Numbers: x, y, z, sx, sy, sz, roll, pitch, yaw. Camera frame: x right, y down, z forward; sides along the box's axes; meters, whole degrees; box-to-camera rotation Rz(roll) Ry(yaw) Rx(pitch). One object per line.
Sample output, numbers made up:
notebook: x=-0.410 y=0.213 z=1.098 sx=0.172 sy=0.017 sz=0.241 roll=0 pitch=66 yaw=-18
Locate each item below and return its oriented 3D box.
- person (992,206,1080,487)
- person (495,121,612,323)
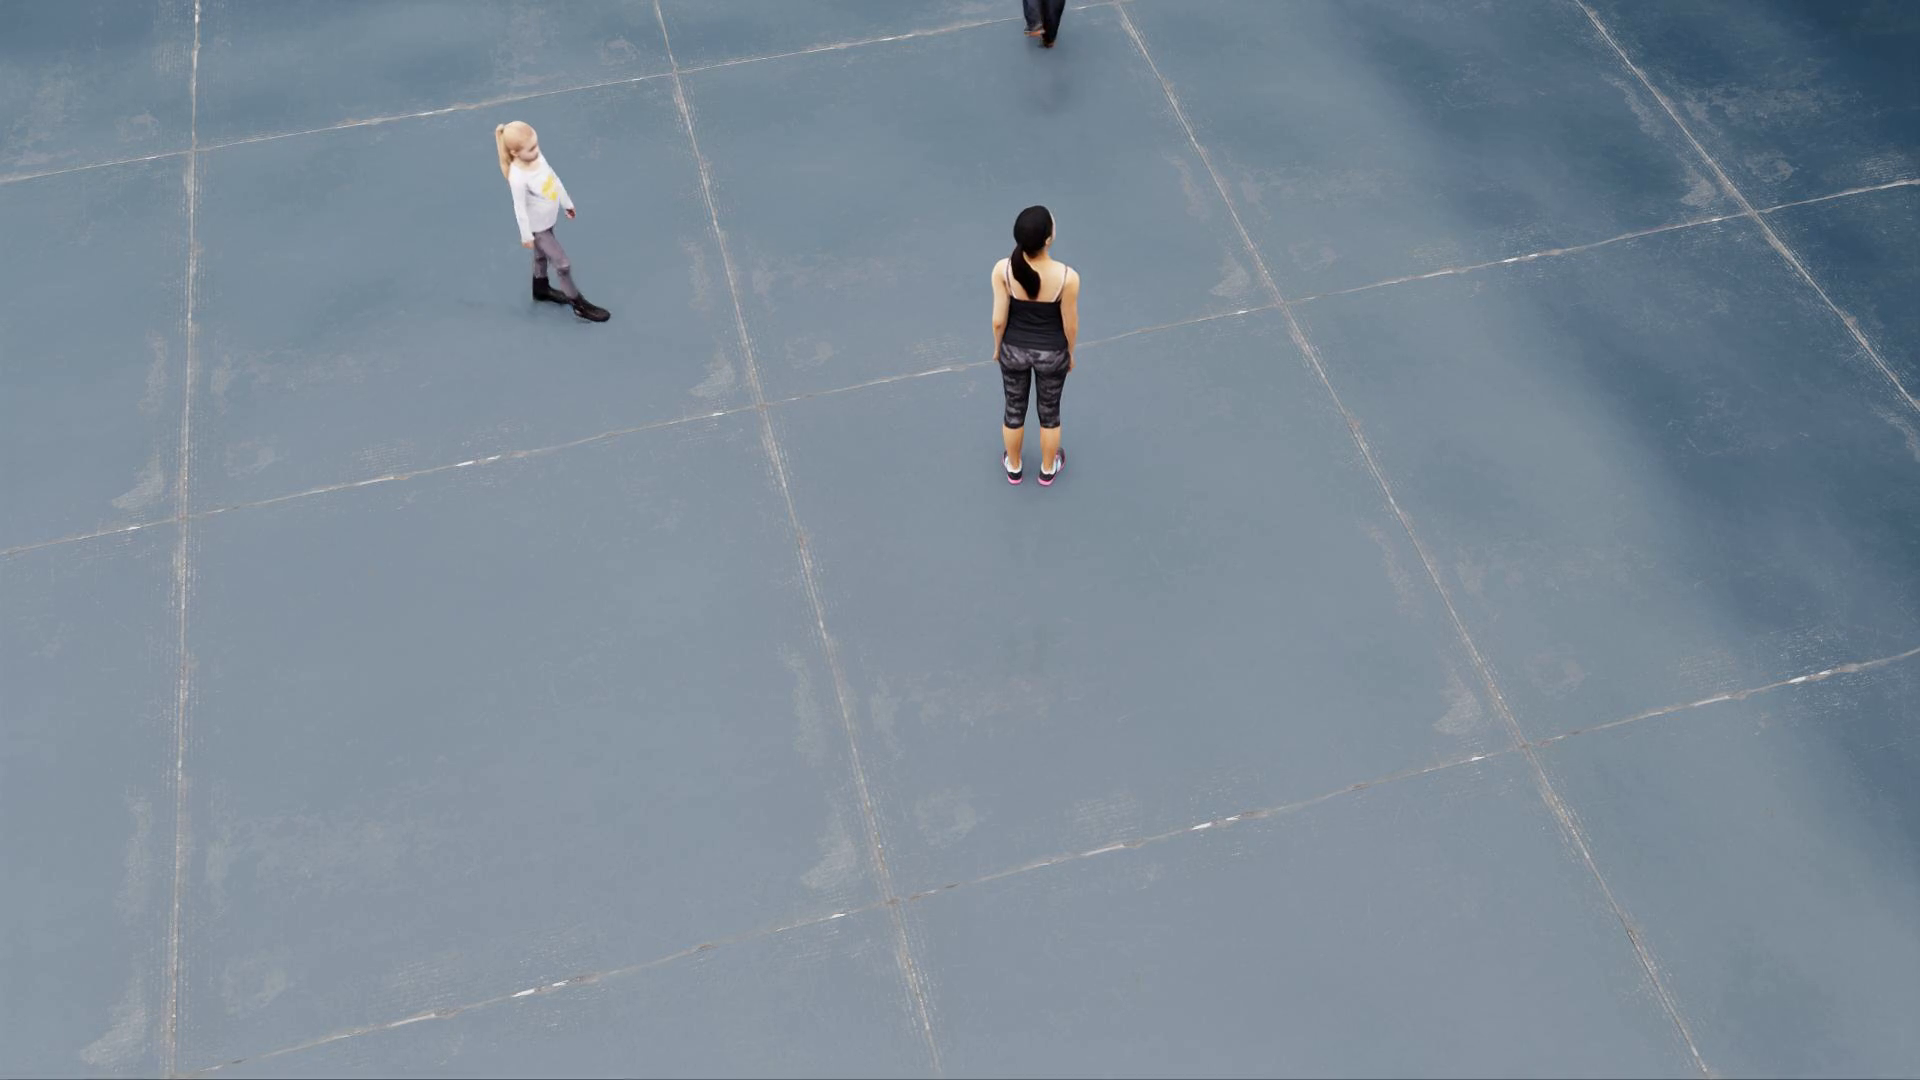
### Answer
person: x=0.350 y=-0.895 z=7.999 sx=0.639 sy=1.727 sz=0.647 roll=7 pitch=53 yaw=6
person: x=-2.321 y=-1.730 z=8.939 sx=0.711 sy=1.264 sz=0.735 roll=6 pitch=52 yaw=5
